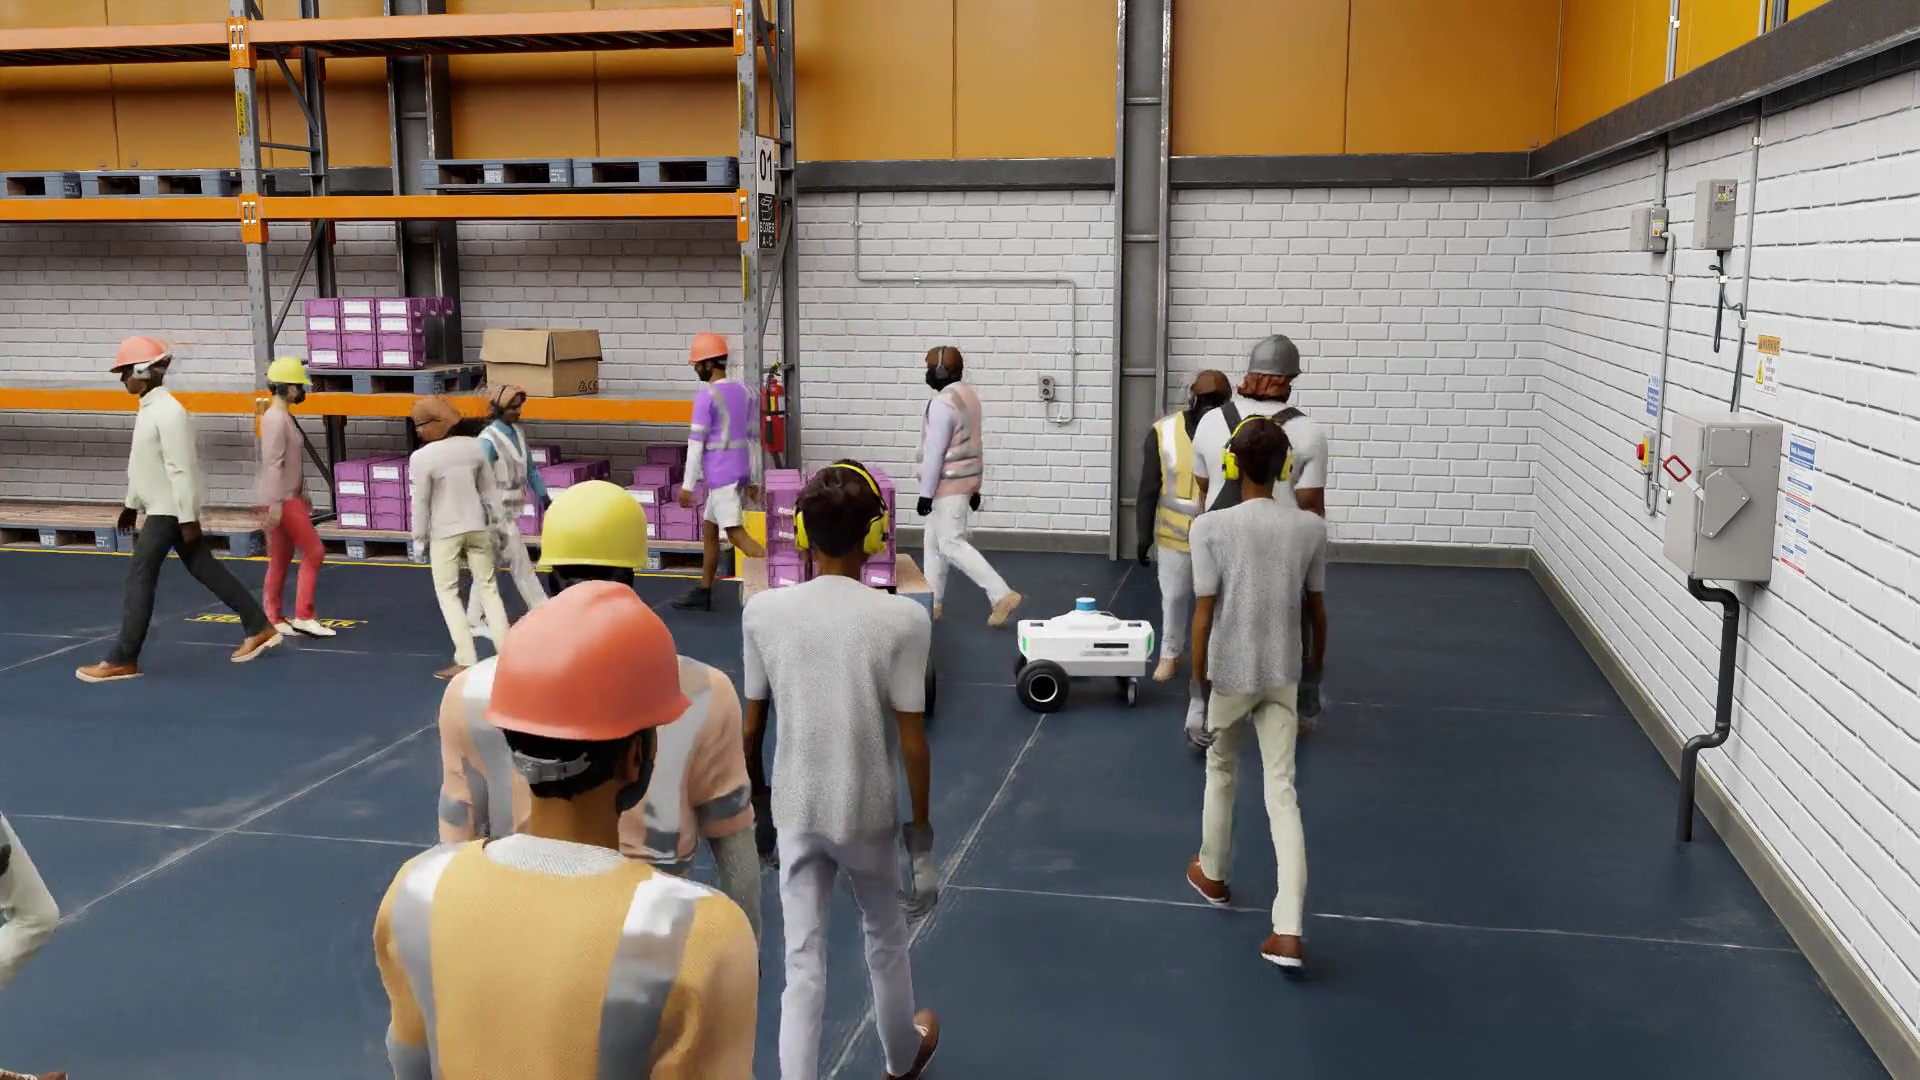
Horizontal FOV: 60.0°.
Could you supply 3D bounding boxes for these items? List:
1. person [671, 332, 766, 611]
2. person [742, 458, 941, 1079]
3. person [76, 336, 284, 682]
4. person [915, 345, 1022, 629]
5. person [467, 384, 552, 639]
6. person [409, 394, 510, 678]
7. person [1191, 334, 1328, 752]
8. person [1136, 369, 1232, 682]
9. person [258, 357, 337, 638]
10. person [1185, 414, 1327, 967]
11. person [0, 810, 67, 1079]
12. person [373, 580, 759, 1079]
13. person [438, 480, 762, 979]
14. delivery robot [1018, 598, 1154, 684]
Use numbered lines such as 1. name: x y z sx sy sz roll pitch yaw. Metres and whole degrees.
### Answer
1. person: -1.478 -0.417 10.906 0.969 1.898 0.556 4 10 21
2. person: -0.283 0.702 4.299 0.554 1.830 0.913 2 10 11
3. person: -4.441 -0.193 9.447 1.083 1.938 0.599 -5 11 -29
4. person: 0.008 -0.336 10.636 0.818 1.815 0.622 2 10 14
5. person: -2.688 -0.151 10.149 0.846 1.595 0.539 0 9 2
6. person: -2.777 -0.025 9.353 0.391 1.604 0.644 8 12 39
7. person: 1.410 -0.004 7.934 0.688 2.000 0.930 5 11 30
8. person: 1.275 -0.034 8.924 0.662 1.794 0.907 1 9 6
9. person: -4.088 -0.250 10.269 0.588 1.746 0.543 -3 10 -18
10. person: 1.023 0.482 5.695 0.543 1.822 0.997 -1 10 -7
11. person: -2.661 0.672 4.400 0.543 1.860 0.411 8 12 38
12. person: -0.536 1.020 2.169 0.548 1.921 0.712 3 10 20
13. person: -0.725 0.810 3.486 0.619 1.876 0.958 -1 9 -3
14. delivery robot: 0.665 0.549 8.784 0.707 0.478 0.477 0 9 1
